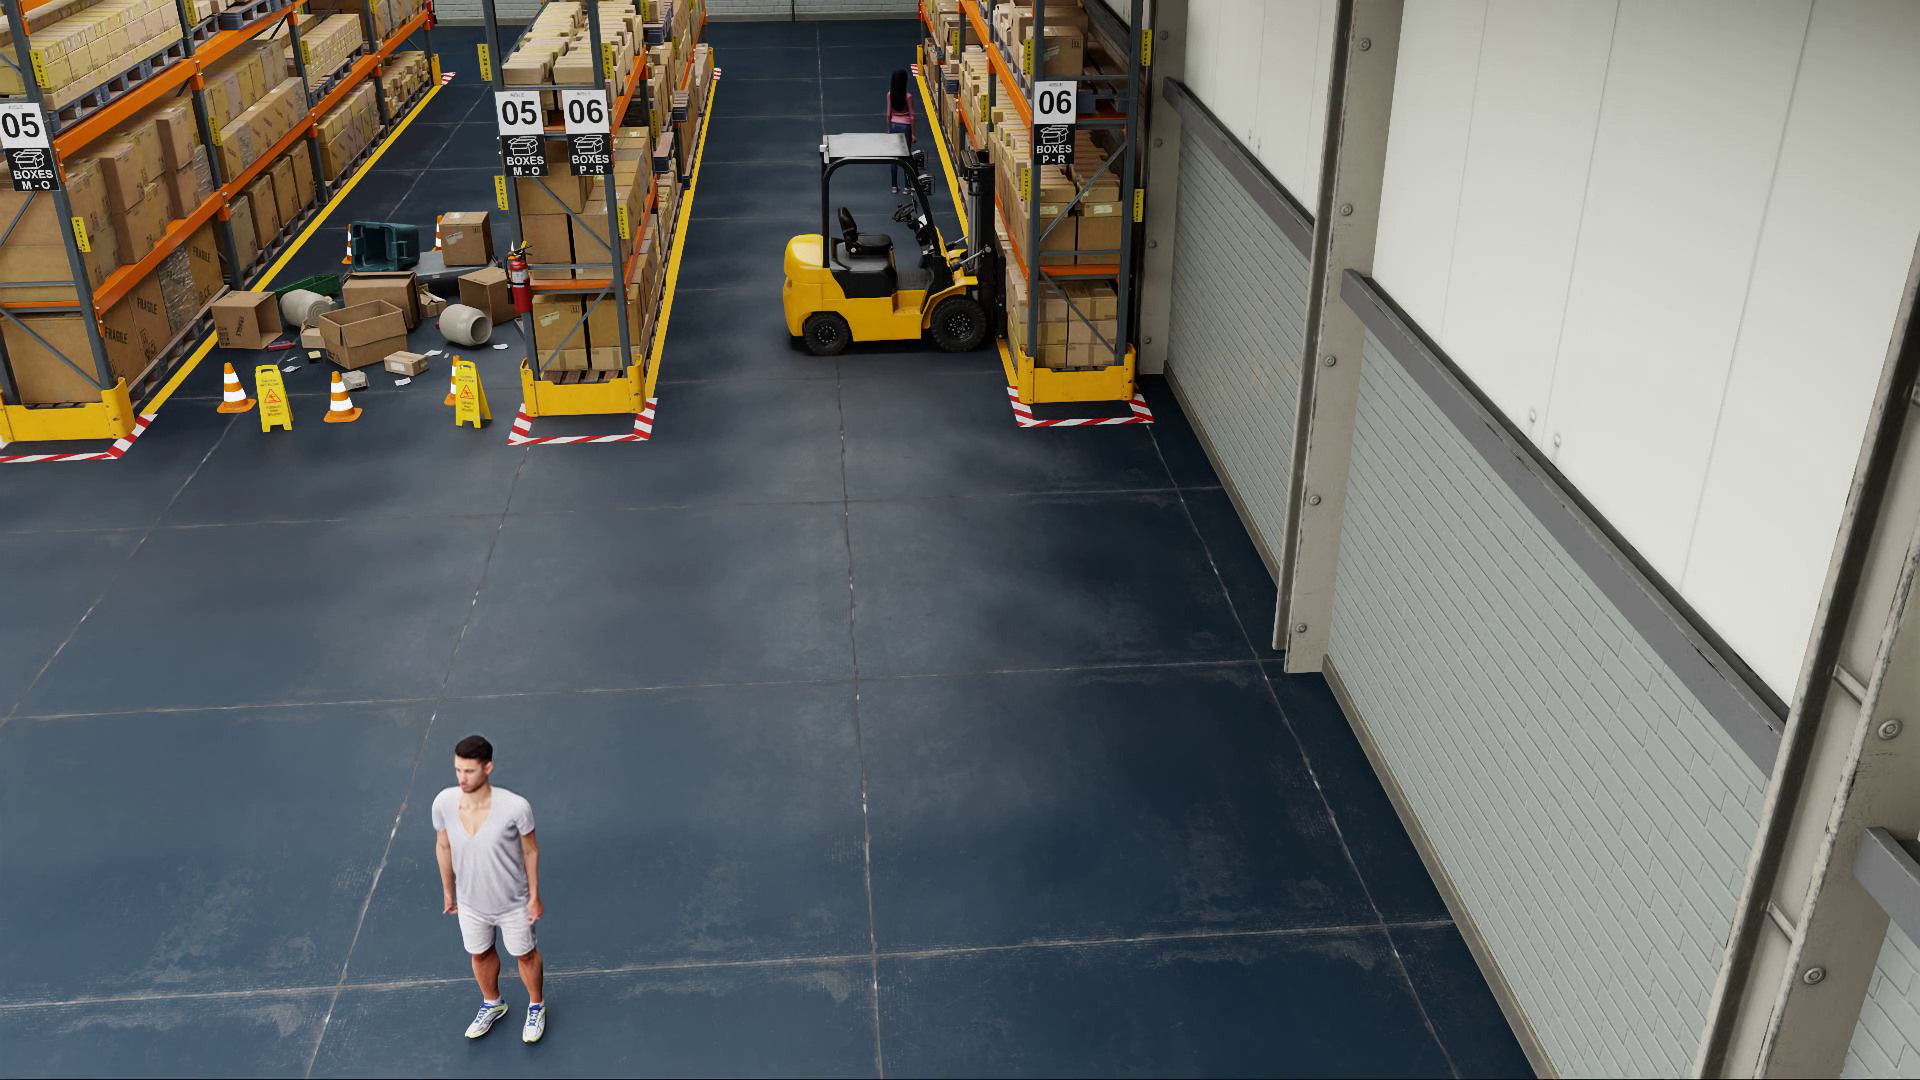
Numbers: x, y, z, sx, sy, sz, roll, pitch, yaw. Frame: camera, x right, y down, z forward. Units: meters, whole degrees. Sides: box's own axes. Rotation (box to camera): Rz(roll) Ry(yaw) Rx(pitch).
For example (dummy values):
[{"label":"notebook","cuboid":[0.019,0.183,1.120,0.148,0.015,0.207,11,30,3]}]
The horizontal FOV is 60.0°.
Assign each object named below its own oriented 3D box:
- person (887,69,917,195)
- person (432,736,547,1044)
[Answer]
[{"label":"person","cuboid":[-0.843,-5.784,23.519,0.646,1.742,0.643,9,29,18]},{"label":"person","cuboid":[-2.420,1.809,8.652,0.726,1.854,0.624,3,27,6]}]
